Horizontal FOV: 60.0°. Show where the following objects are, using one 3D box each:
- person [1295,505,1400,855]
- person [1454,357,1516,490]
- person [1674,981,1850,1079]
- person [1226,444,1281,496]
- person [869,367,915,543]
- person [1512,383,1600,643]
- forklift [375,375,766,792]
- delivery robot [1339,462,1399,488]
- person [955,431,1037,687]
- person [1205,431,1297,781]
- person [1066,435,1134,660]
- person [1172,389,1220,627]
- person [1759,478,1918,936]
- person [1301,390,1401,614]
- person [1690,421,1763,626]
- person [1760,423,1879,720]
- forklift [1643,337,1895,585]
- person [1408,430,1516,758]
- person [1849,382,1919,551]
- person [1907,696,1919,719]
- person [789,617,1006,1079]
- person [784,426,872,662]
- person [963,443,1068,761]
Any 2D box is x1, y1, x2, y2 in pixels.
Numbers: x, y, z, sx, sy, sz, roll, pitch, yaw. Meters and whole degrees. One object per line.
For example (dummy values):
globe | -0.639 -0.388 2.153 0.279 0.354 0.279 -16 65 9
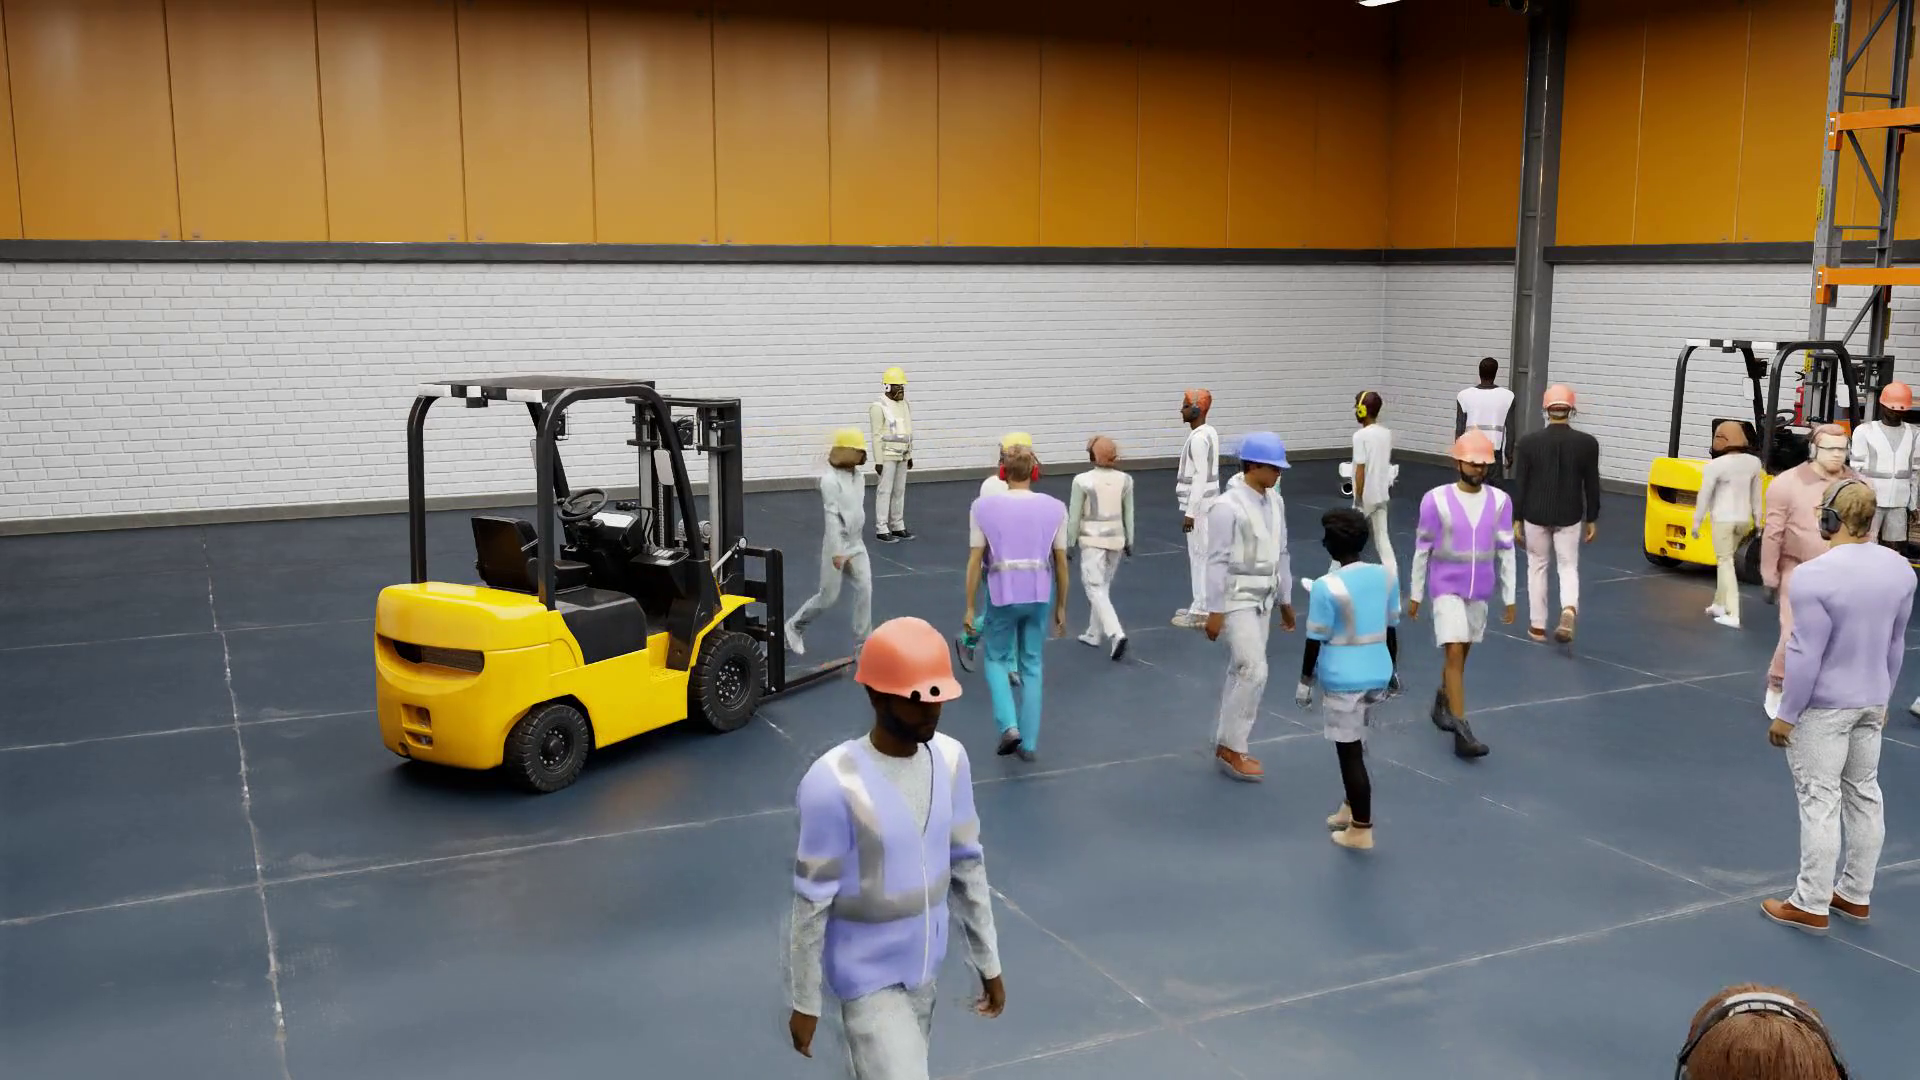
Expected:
person | 1.848 0.664 8.058 0.555 1.674 0.546 -6 11 -34
person | 5.420 -0.922 17.184 0.597 1.918 0.383 2 9 15
person | 1.122 1.530 2.346 0.635 1.812 0.914 3 10 18
person | 2.099 0.036 12.193 0.583 1.607 0.521 -7 11 -37
person | -0.689 -0.880 17.230 0.403 1.824 0.592 6 11 32
person | 4.444 -0.180 12.407 0.628 1.973 0.733 2 9 12
forklift | -2.268 0.149 9.685 1.214 2.155 2.313 6 11 32
delivery robot | 5.065 -0.836 20.579 0.707 0.478 0.477 3 10 17
person | 0.267 0.126 11.248 0.493 1.730 0.540 8 12 41
person | 1.650 0.361 9.203 0.602 1.924 0.615 8 12 41
person | 1.058 0.041 12.134 0.517 1.613 0.767 -5 10 -27
person | 1.872 -0.254 13.152 0.353 1.883 0.573 3 10 16
person | 3.702 0.703 7.036 0.627 1.940 0.370 -4 10 -21
person | 3.319 -0.329 13.795 0.560 1.815 0.972 -7 12 -38
person | 6.074 -0.143 13.273 0.536 1.605 0.652 -2 9 -14
person | 5.231 0.234 10.117 0.646 1.894 0.420 1 9 5
forklift | 7.551 -0.789 15.507 2.313 2.155 1.214 -4 10 -25
person | 2.975 0.287 9.814 0.575 1.882 1.012 -1 9 -6
person | 7.417 -0.306 13.337 0.543 1.928 0.373 1 9 7
person | 6.196 0.357 9.884 0.911 1.718 0.535 5 10 29
person | -0.082 1.150 4.366 0.901 1.899 0.575 8 12 42
person | -0.894 0.032 11.895 0.737 1.713 0.485 6 11 35
person | 0.316 0.368 9.481 0.633 1.821 0.444 -2 9 -11
